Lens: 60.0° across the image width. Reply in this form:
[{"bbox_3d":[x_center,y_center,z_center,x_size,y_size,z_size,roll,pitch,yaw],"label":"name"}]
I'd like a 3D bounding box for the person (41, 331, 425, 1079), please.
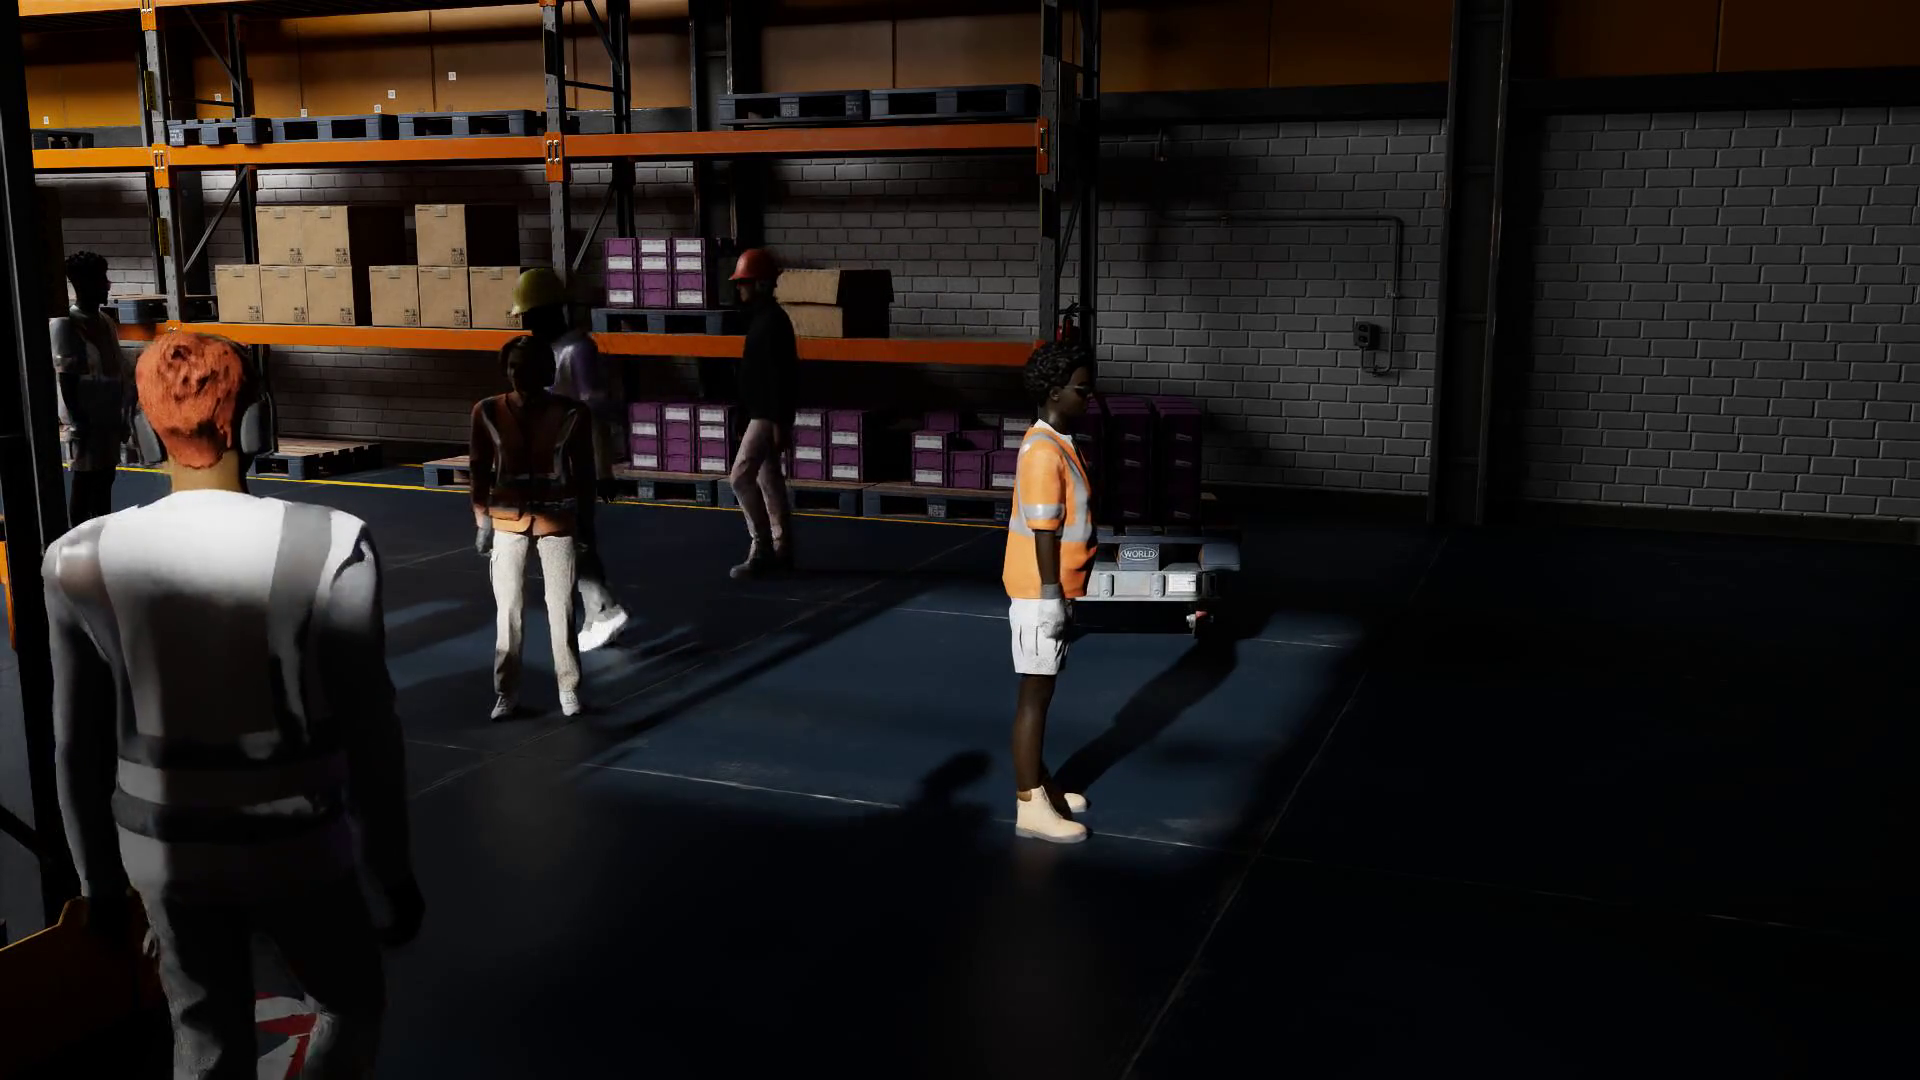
[{"bbox_3d":[-1.278,0.564,2.992,0.621,1.868,0.415,-1,10,-5],"label":"person"}]

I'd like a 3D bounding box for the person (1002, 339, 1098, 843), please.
[{"bbox_3d":[0.310,0.165,5.698,0.322,1.697,0.535,1,10,8],"label":"person"}]

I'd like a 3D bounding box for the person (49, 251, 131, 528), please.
[{"bbox_3d":[-5.263,-0.763,10.117,0.369,1.967,0.601,0,10,-2],"label":"person"}]

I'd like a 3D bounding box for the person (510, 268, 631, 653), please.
[{"bbox_3d":[-1.928,-0.372,8.143,0.483,1.886,0.619,-6,12,-31],"label":"person"}]

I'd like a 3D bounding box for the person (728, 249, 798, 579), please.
[{"bbox_3d":[-1.256,-0.750,10.020,0.565,1.977,0.635,-2,10,-13],"label":"person"}]

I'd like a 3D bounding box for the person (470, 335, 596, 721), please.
[{"bbox_3d":[-1.803,-0.050,7.065,0.515,1.636,0.315,-2,10,-10],"label":"person"}]
